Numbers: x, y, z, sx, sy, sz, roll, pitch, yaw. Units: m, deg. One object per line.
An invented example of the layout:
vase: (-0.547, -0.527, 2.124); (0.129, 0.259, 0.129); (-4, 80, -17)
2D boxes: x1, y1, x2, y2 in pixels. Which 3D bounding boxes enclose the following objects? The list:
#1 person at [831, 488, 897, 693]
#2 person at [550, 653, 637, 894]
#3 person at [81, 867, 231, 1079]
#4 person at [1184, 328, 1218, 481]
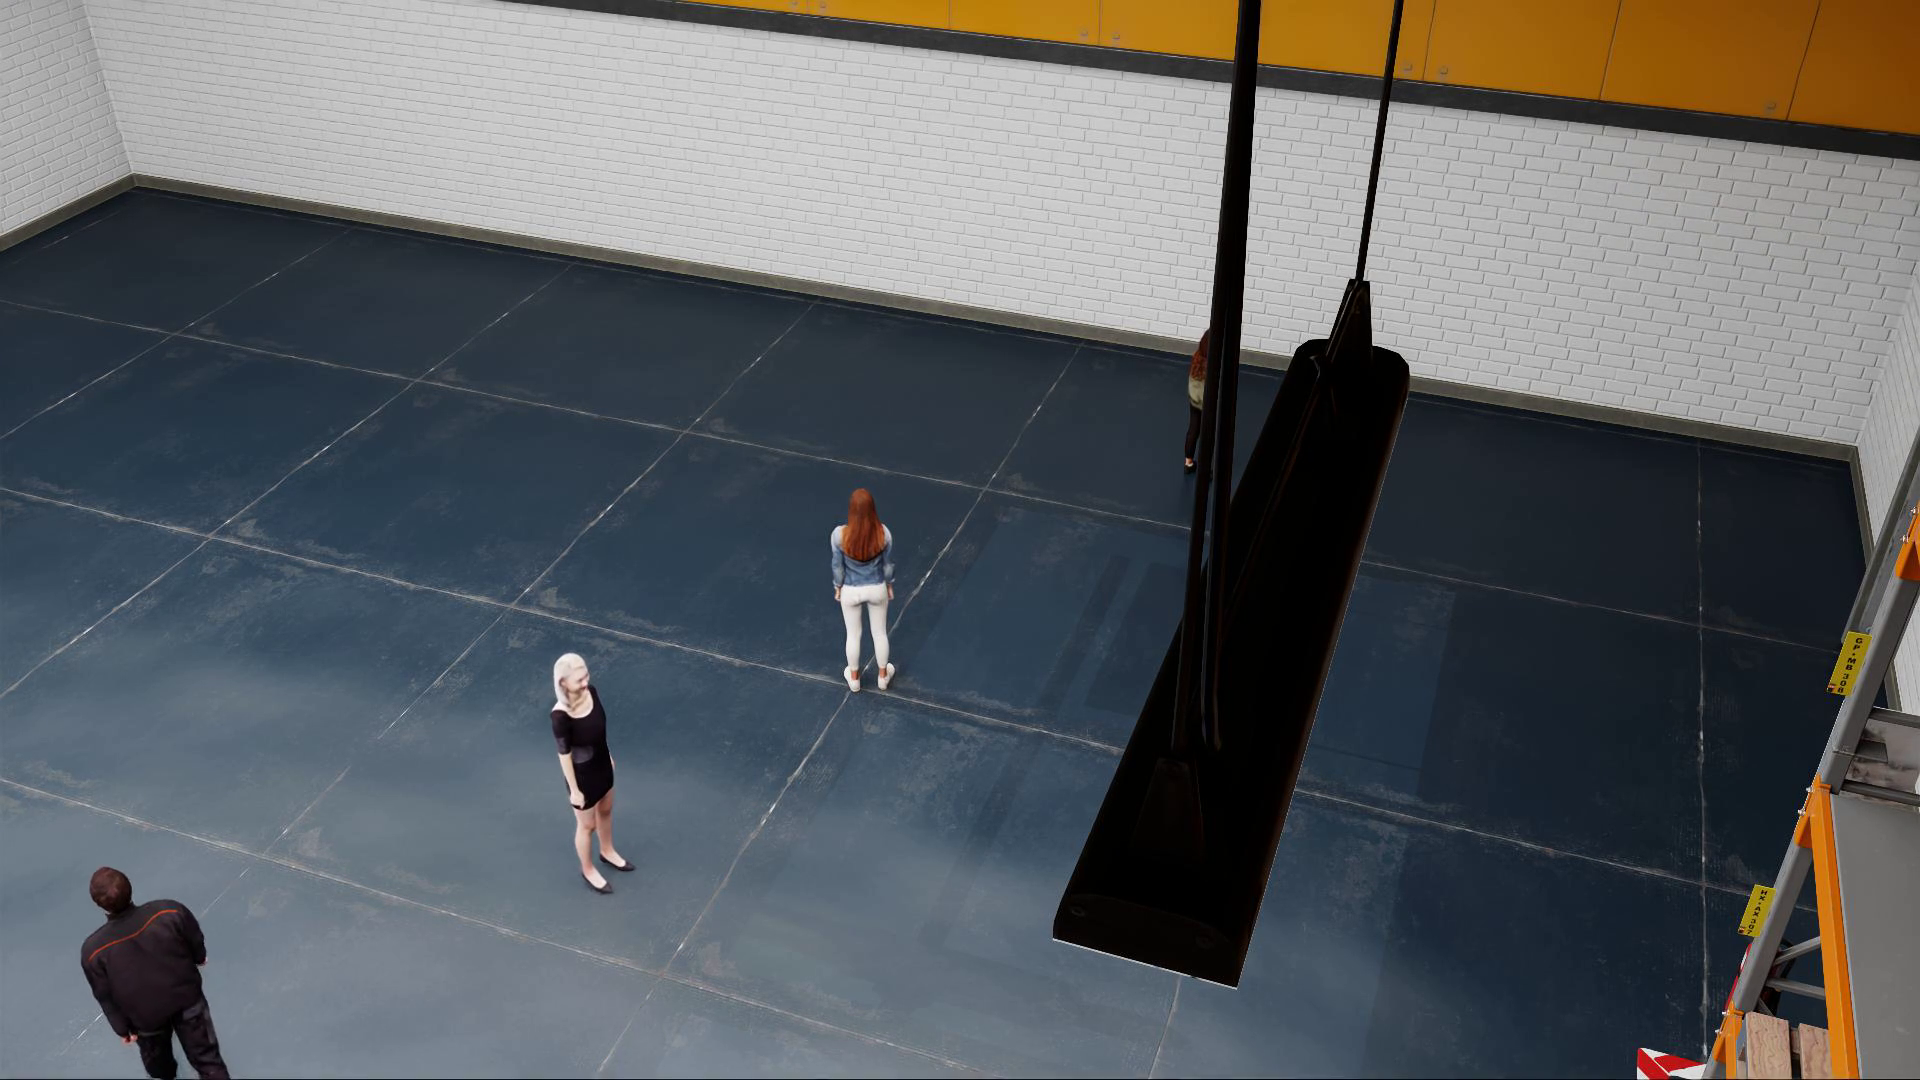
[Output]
person: (-0.693, 0.373, 12.077); (0.686, 1.703, 0.662); (-3, 34, -4)
person: (-2.329, 1.441, 10.354); (0.630, 1.832, 0.423); (12, 35, 17)
person: (-4.173, 2.503, 8.797); (1.231, 1.787, 1.197); (-22, 39, -29)
person: (2.170, -1.212, 14.667); (0.636, 1.475, 0.642); (-29, 43, -36)
